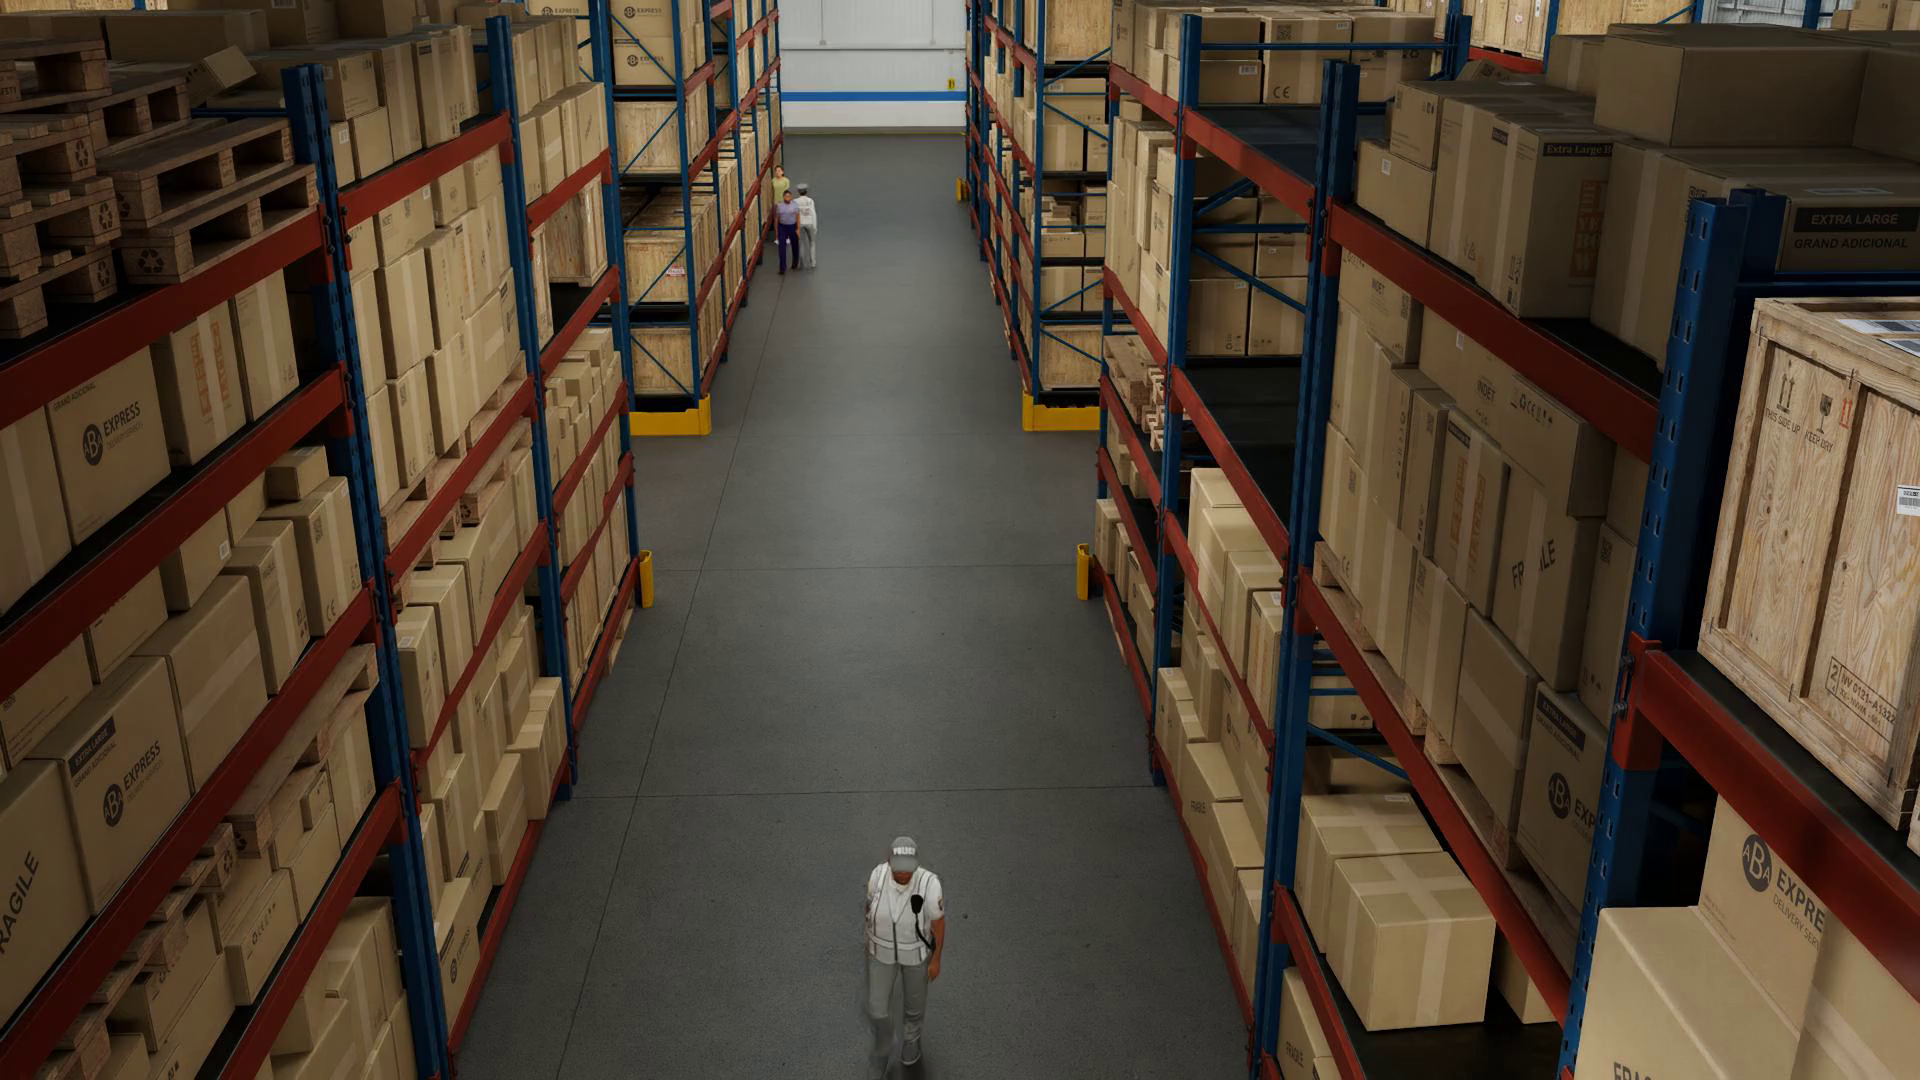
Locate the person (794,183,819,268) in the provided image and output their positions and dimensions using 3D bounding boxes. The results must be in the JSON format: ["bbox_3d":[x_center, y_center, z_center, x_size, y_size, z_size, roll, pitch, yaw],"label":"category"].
[{"bbox_3d":[-3.121,-6.326,33.564,0.511,1.718,0.350,2,21,6],"label":"person"}]

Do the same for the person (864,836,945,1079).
[{"bbox_3d":[-0.336,2.479,10.002,0.506,1.671,0.545,2,21,5],"label":"person"}]

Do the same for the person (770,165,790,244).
[{"bbox_3d":[-3.907,-7.297,36.152,0.434,1.671,0.384,2,21,5],"label":"person"}]

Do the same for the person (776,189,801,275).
[{"bbox_3d":[-3.432,-6.190,33.265,0.498,1.629,0.816,-2,21,-5],"label":"person"}]

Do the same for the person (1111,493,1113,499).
[{"bbox_3d":[1.800,-0.643,18.183,0.379,1.796,0.527,8,22,21],"label":"person"}]
